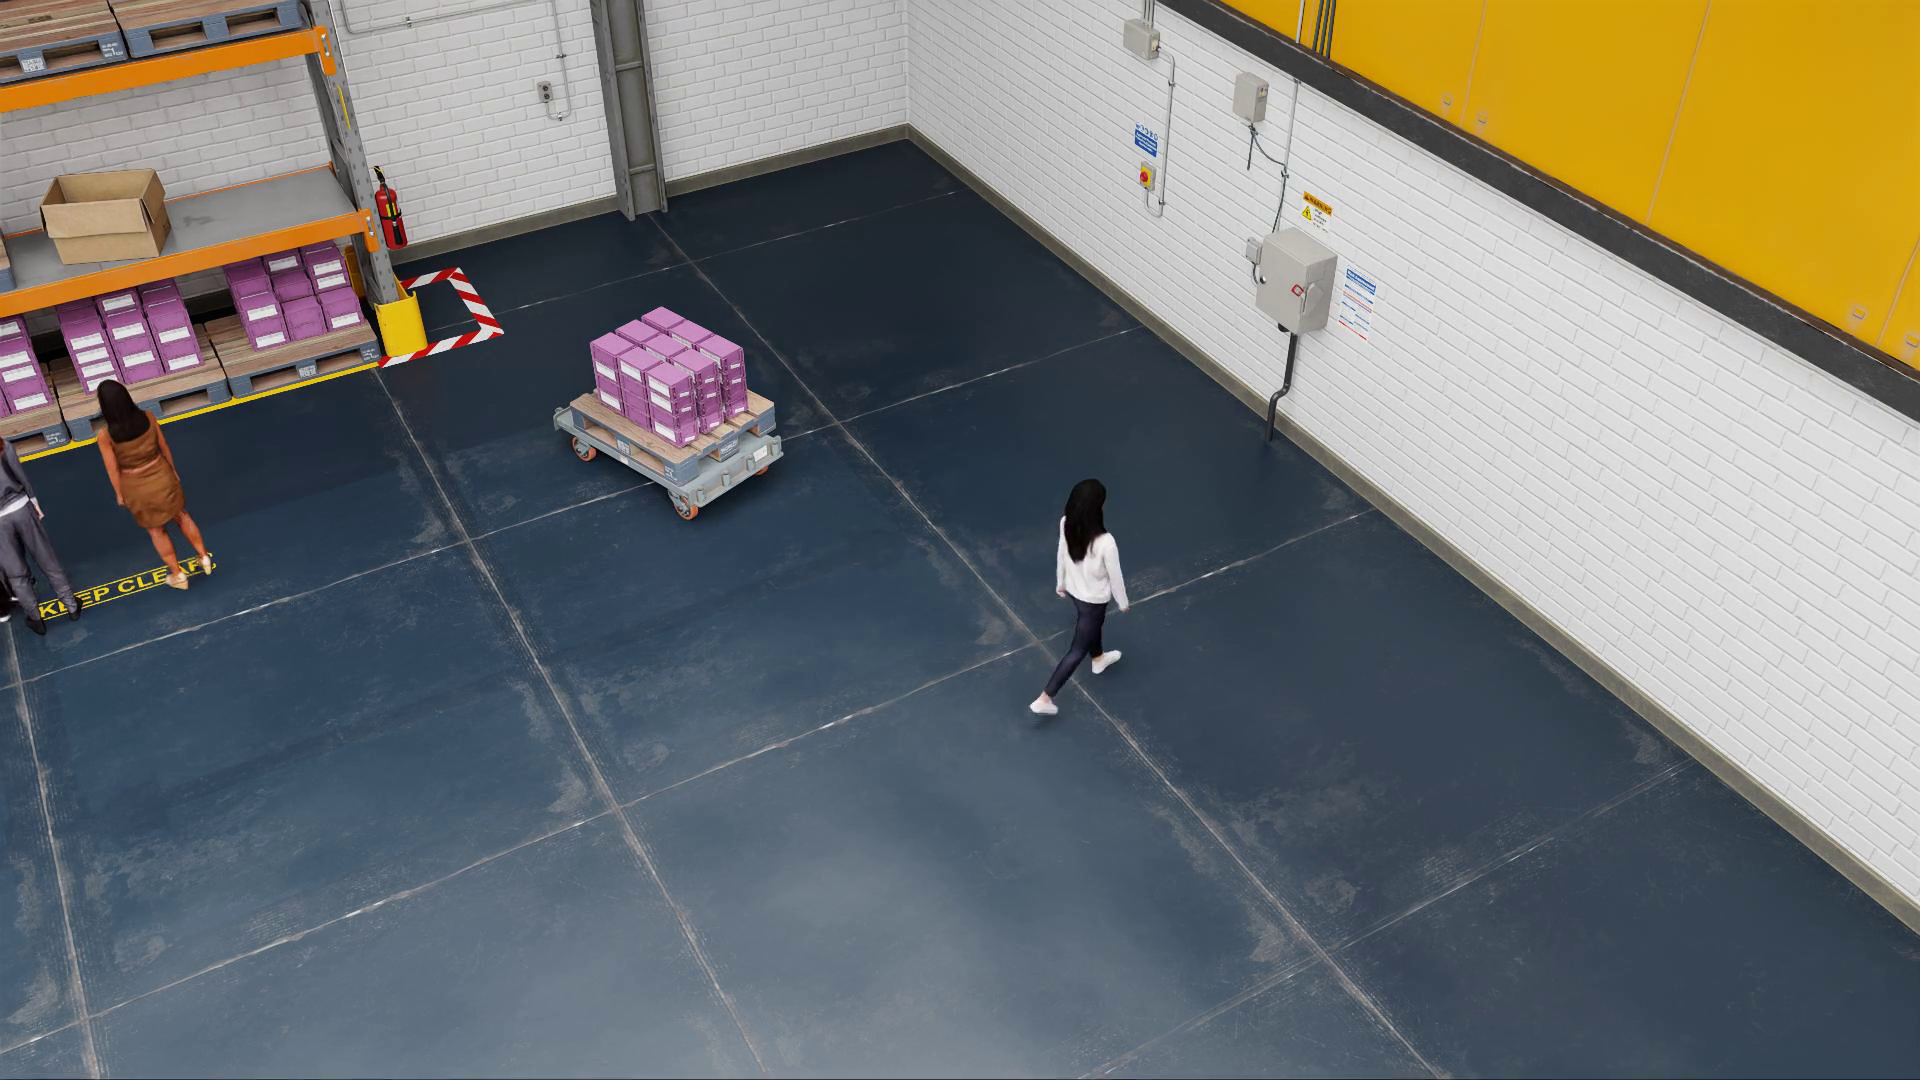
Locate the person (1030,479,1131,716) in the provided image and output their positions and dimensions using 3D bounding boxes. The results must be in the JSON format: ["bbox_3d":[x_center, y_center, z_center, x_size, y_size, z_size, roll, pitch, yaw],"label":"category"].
[{"bbox_3d":[0.732,0.380,10.271,1.135,1.665,0.712,-25,45,-28],"label":"person"}]

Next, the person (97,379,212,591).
[{"bbox_3d":[-5.443,-0.338,11.154,0.721,1.686,0.591,25,45,28],"label":"person"}]

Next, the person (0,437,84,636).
[{"bbox_3d":[-6.200,-0.133,10.823,0.468,1.779,0.660,-24,45,-27],"label":"person"}]
